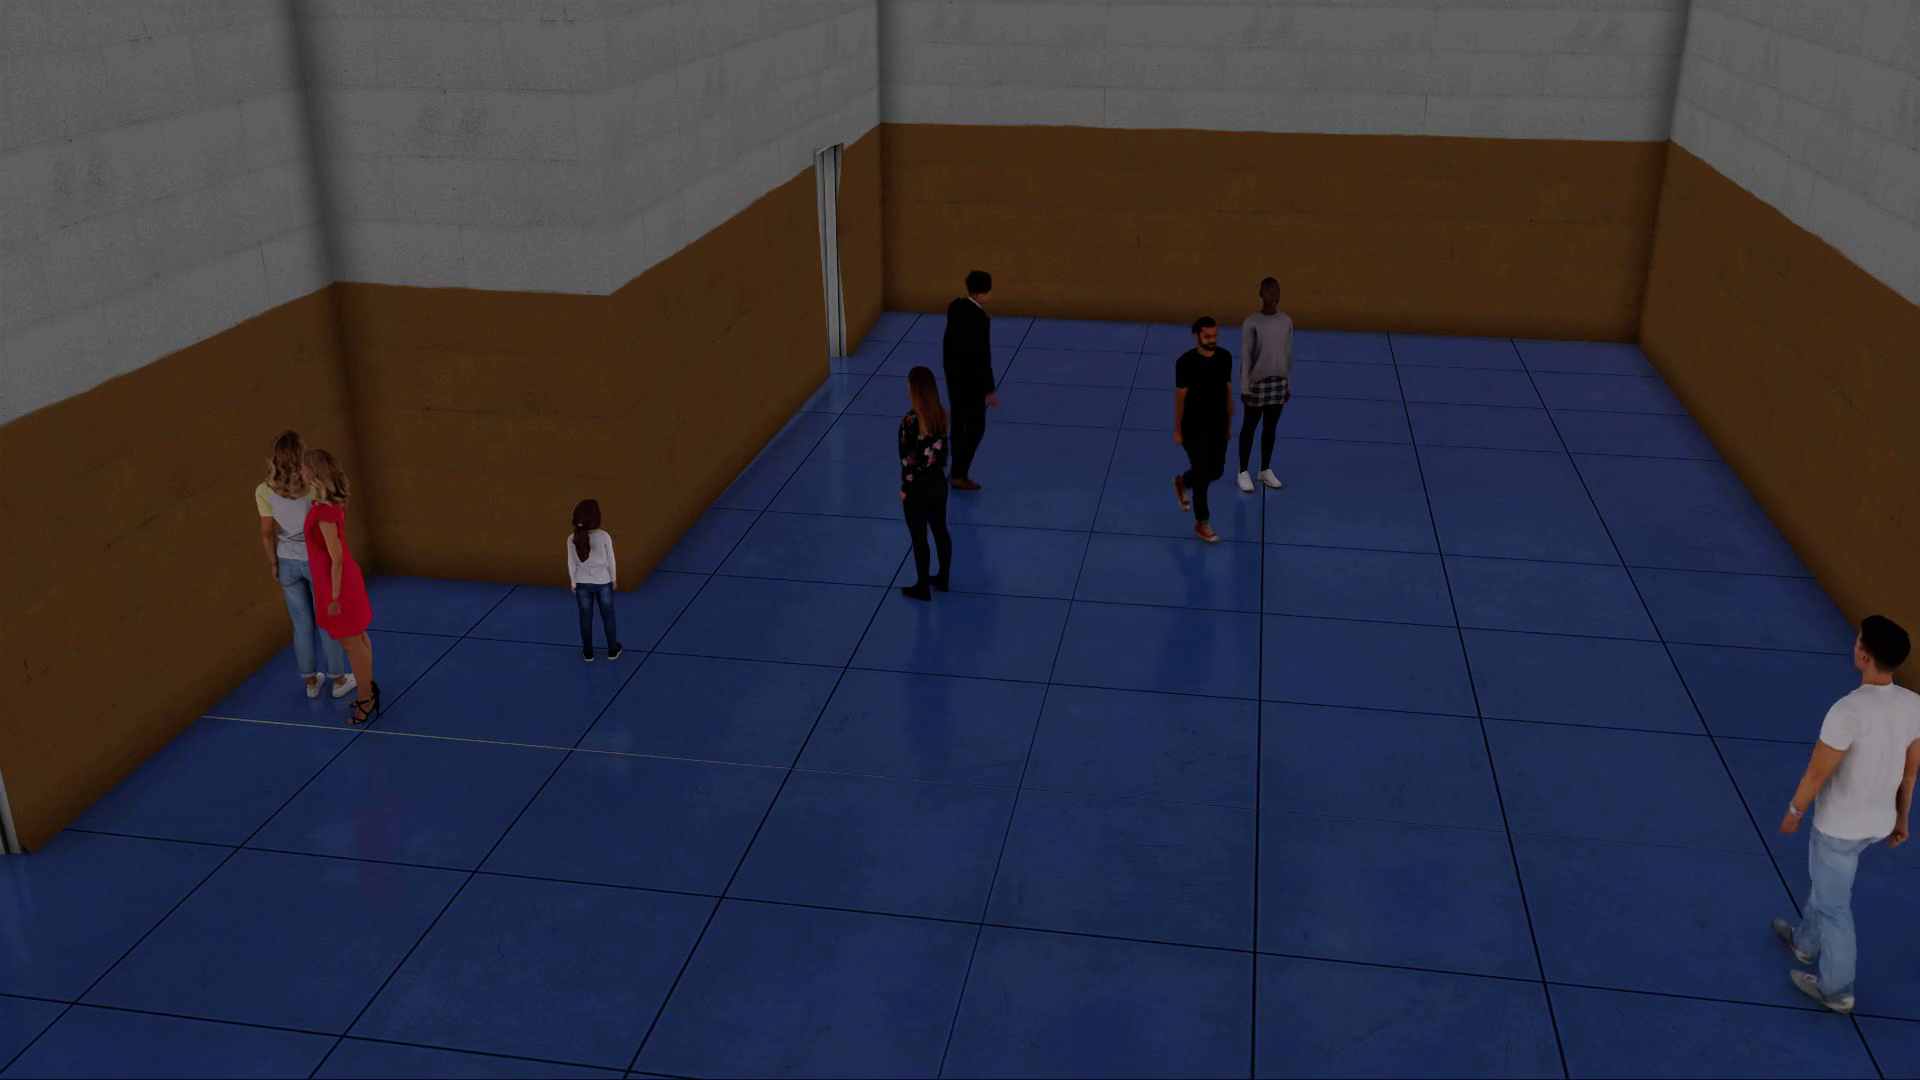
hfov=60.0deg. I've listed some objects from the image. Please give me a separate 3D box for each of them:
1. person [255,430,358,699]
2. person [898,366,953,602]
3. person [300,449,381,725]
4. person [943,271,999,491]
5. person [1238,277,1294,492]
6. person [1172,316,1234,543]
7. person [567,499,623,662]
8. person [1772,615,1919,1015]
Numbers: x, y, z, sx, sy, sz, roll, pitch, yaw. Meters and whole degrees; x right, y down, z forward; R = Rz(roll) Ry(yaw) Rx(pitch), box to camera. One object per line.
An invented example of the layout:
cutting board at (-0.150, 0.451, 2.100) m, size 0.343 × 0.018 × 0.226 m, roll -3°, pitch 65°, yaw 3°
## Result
person at (-3.997, 0.158, 10.179) m, size 0.519 × 1.723 × 0.714 m, roll 1°, pitch 22°, yaw 2°
person at (-0.240, -0.403, 11.650) m, size 0.677 × 1.683 × 0.656 m, roll 20°, pitch 29°, yaw 40°
person at (-3.690, 0.266, 9.925) m, size 0.662 × 1.728 × 0.653 m, roll -5°, pitch 22°, yaw -13°
person at (0.016, -1.346, 13.775) m, size 0.917 × 1.849 × 0.884 m, roll -20°, pitch 29°, yaw -41°
person at (2.515, -1.295, 13.752) m, size 0.643 × 1.772 × 0.760 m, roll -8°, pitch 23°, yaw -18°
person at (1.829, -0.880, 12.769) m, size 1.030 × 1.735 × 1.041 m, roll -11°, pitch 24°, yaw -25°
person at (-2.382, 0.249, 10.796) m, size 0.488 × 1.110 × 0.570 m, roll -4°, pitch 22°, yaw -9°
person at (3.989, 1.256, 7.309) m, size 0.943 × 1.841 × 0.964 m, roll -8°, pitch 23°, yaw -19°
